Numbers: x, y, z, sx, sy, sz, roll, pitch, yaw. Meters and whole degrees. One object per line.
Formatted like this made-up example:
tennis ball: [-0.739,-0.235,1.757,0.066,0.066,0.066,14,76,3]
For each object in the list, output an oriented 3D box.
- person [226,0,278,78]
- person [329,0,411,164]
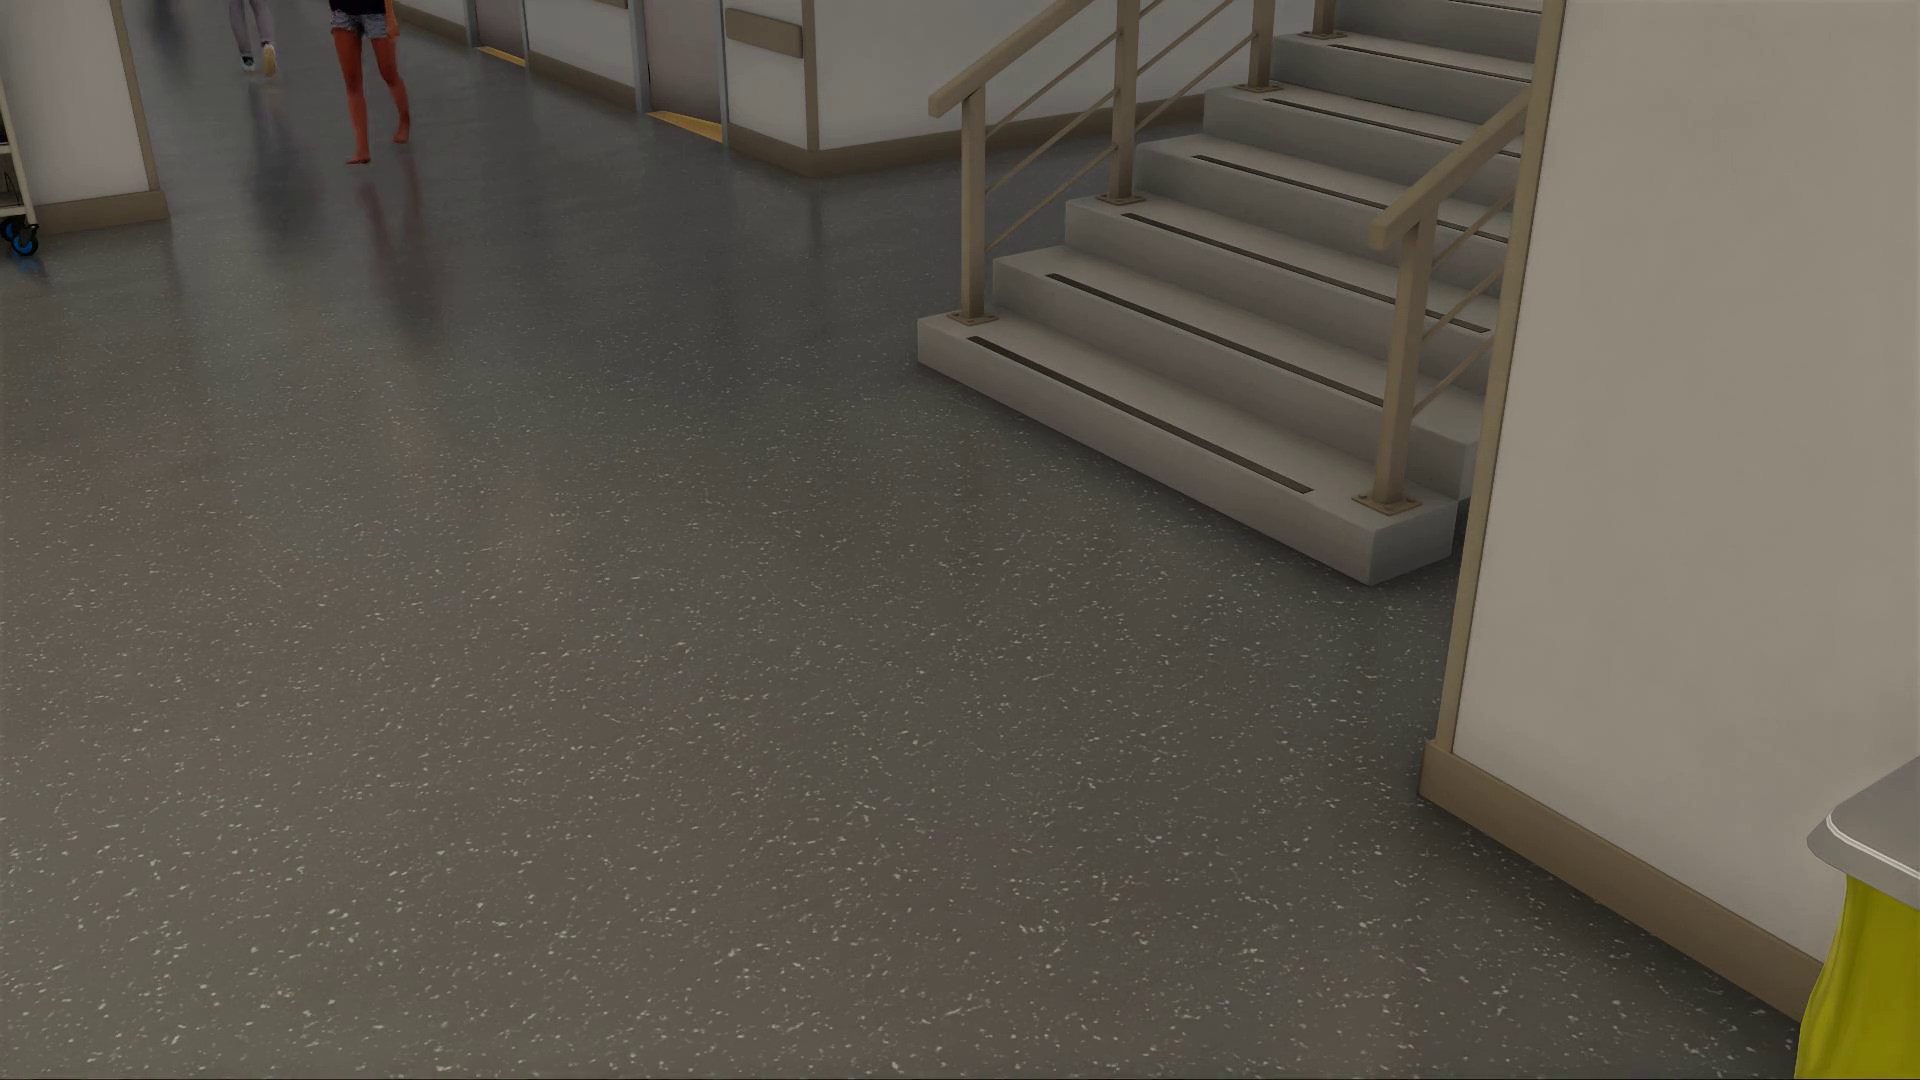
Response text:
person: [-5.606,-4.527,12.947,1.056,1.811,0.853,-13,28,-24]
person: [-3.696,-3.255,10.433,1.179,1.704,1.150,1,26,3]
